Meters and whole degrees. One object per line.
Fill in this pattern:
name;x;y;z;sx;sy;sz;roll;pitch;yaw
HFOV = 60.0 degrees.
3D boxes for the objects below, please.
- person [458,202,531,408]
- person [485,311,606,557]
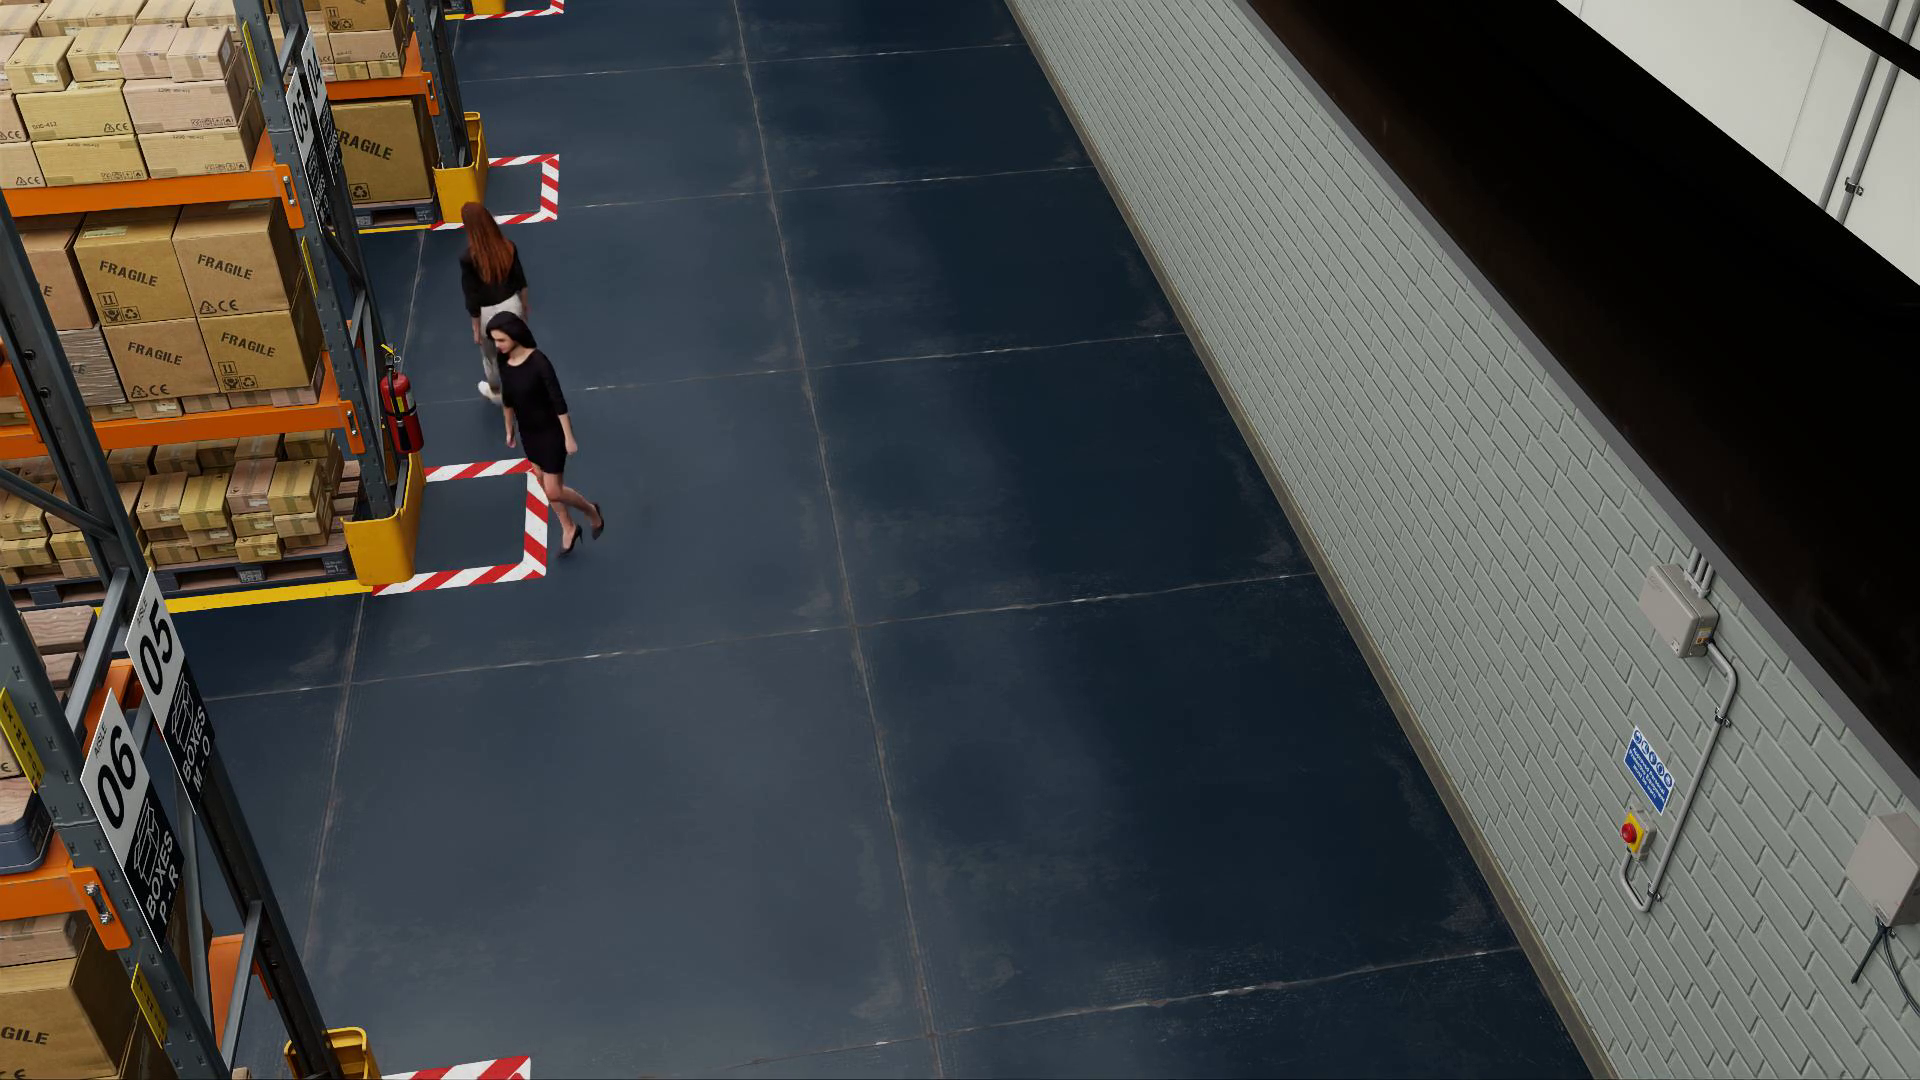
person;-3.123;-1.487;11.414;1.000;1.676;0.951;-23;44;-27
person;-2.509;-0.672;10.287;0.825;1.783;0.885;25;44;28
